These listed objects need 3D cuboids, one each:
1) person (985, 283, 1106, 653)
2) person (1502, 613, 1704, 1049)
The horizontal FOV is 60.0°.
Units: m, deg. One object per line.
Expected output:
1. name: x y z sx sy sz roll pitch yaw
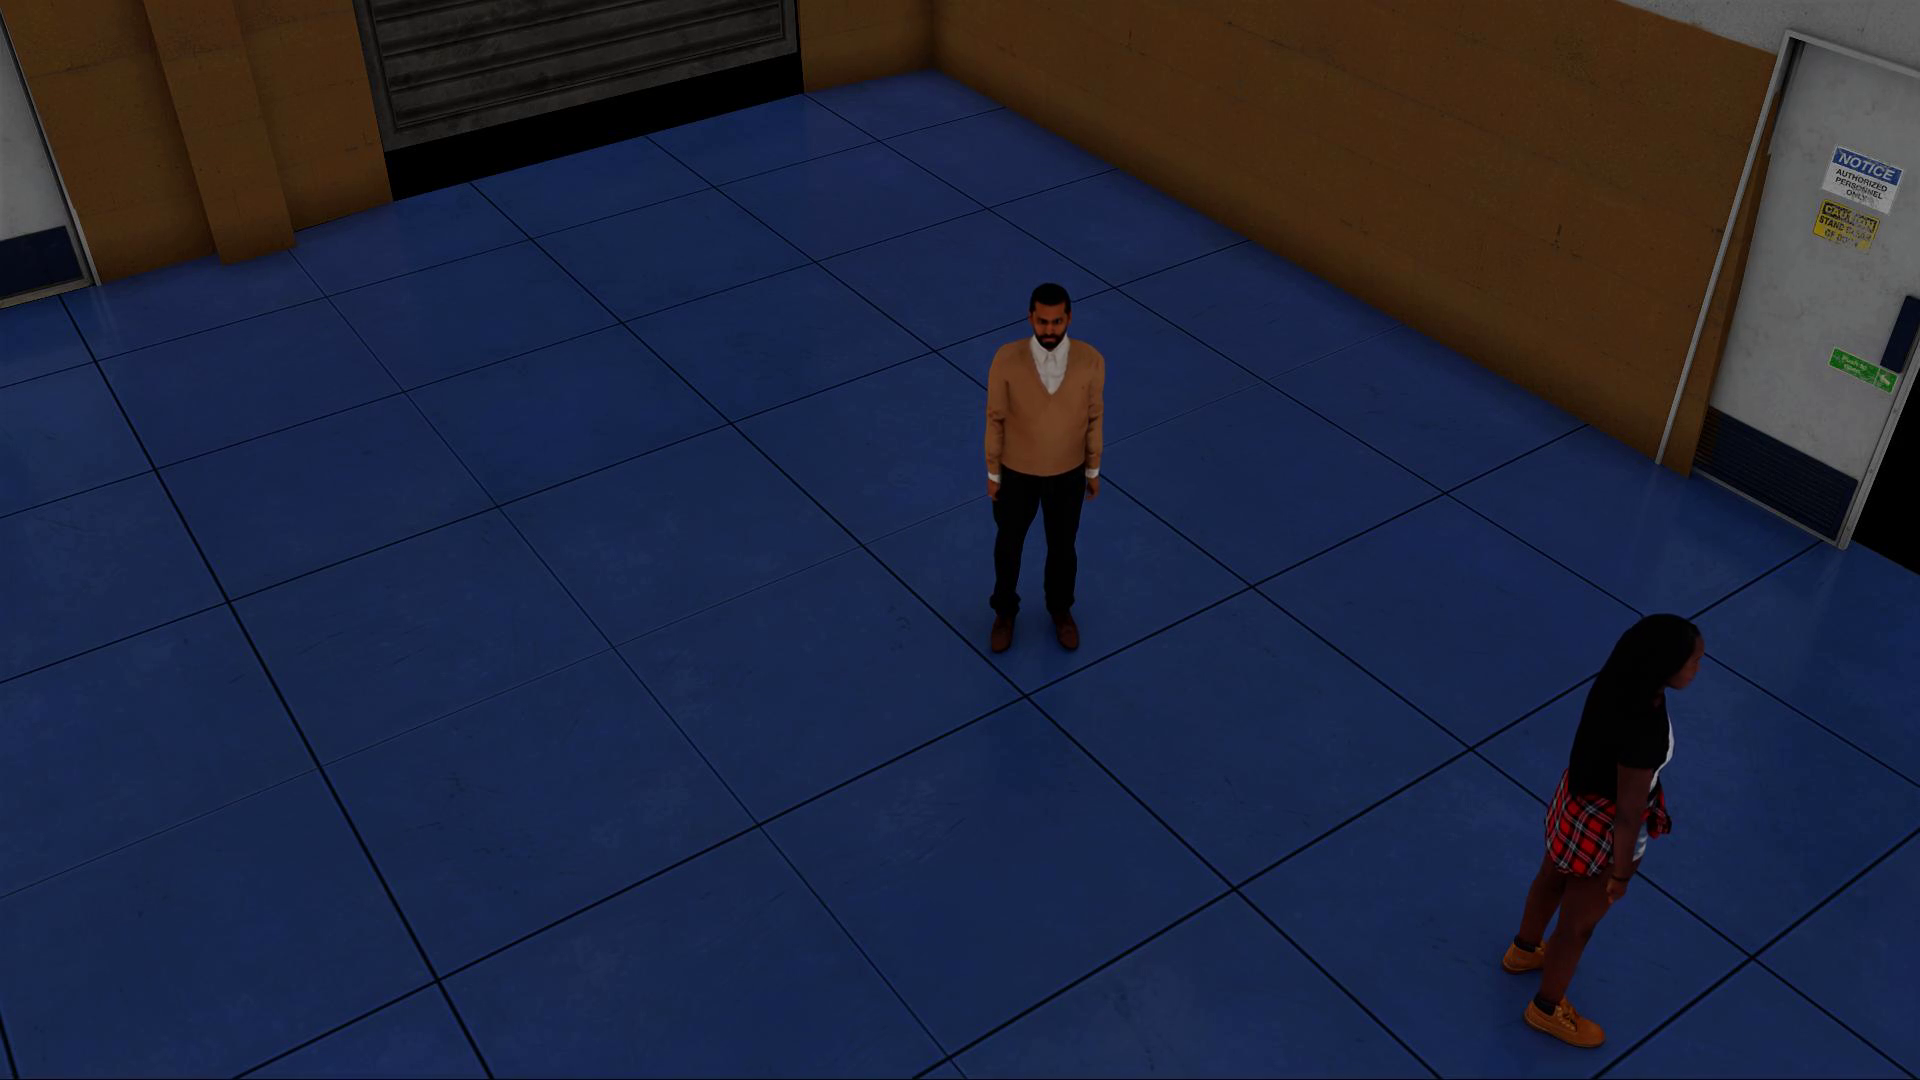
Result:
1. person: 0.348 -0.302 7.089 0.707 1.754 0.815 -2 37 -3
2. person: 2.093 0.939 5.458 0.775 1.726 0.726 3 37 4
